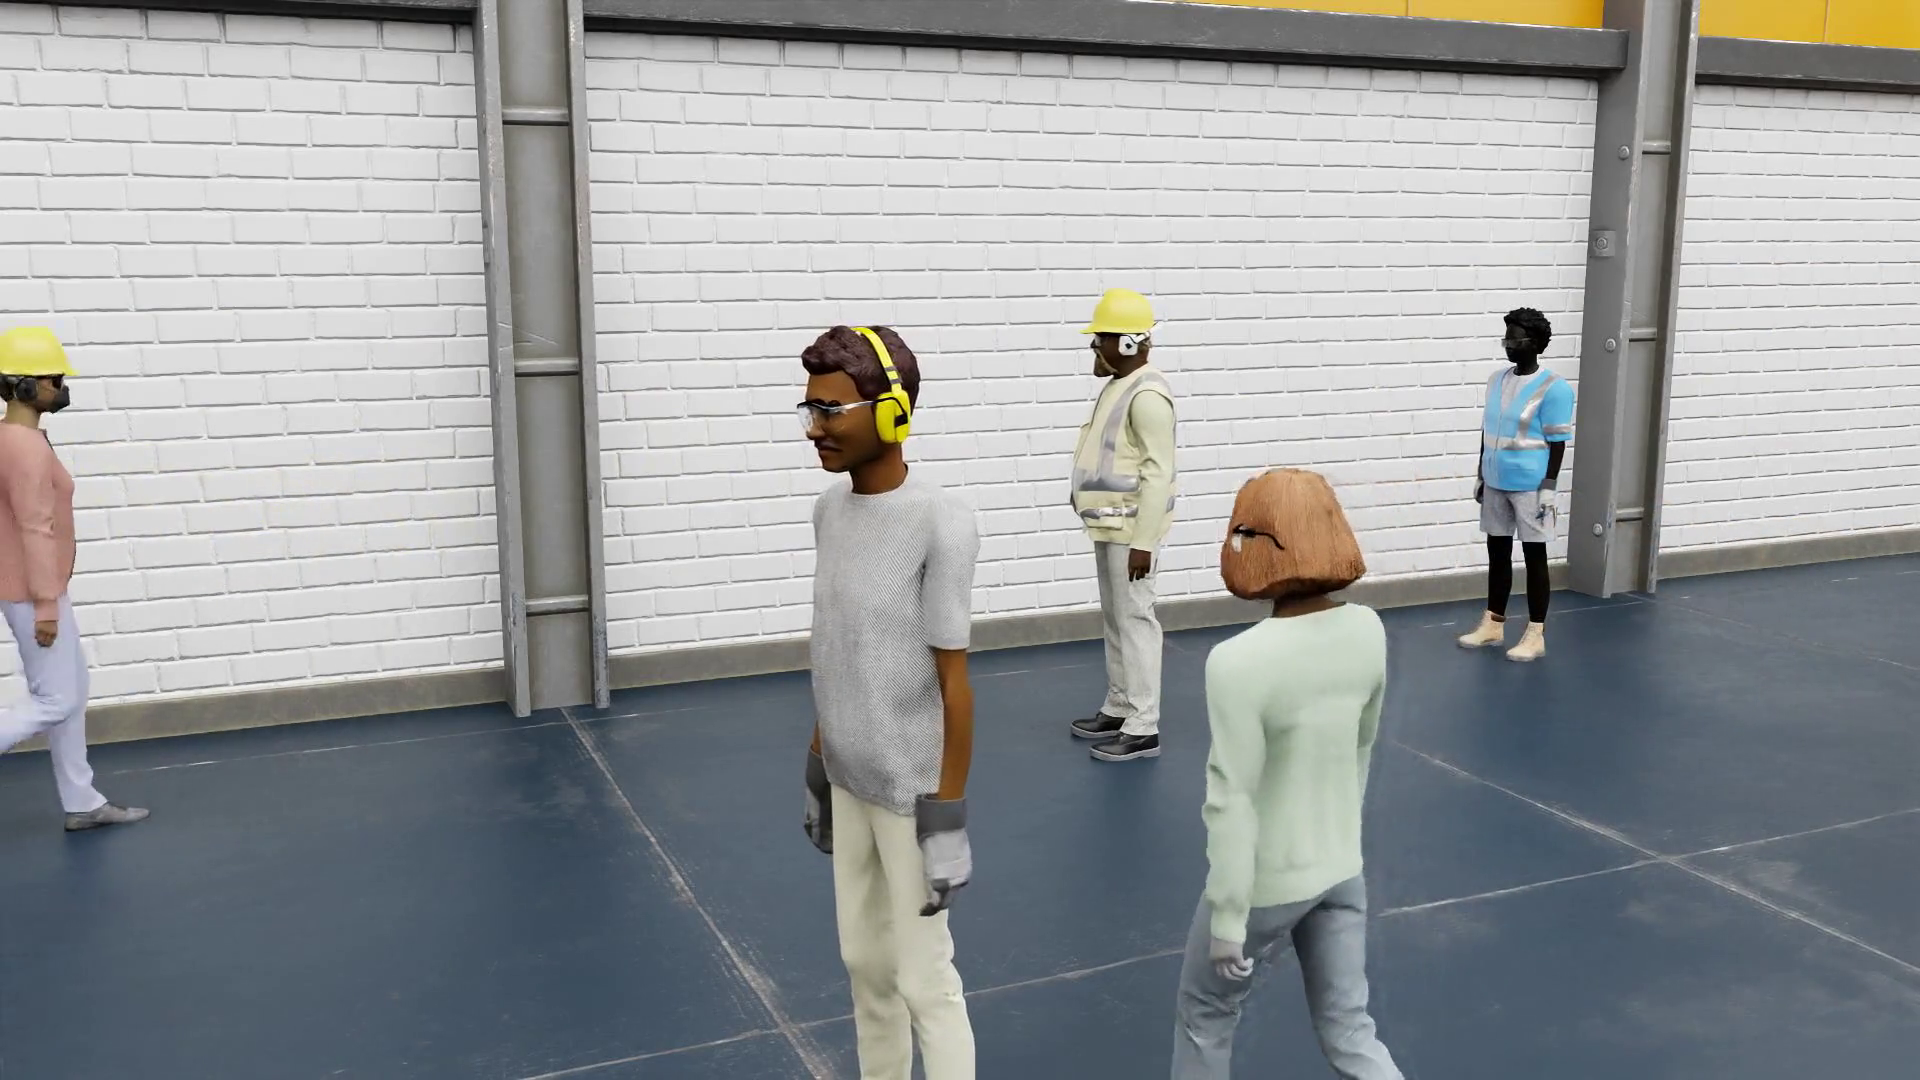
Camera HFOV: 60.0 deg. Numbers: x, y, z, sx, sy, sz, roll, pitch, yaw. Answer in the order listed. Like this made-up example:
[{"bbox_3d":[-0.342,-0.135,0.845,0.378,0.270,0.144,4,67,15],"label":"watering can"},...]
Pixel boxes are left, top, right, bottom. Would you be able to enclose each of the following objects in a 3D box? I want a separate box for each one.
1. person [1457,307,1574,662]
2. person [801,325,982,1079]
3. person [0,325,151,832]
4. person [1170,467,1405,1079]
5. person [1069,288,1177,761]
[{"bbox_3d":[2.693,-0.269,8.035,0.318,1.697,0.533,-5,12,-27],"label":"person"},{"bbox_3d":[-0.153,0.508,3.309,0.317,1.861,0.520,-8,13,-38],"label":"person"},{"bbox_3d":[-3.119,0.174,5.468,0.648,1.749,0.529,-7,13,-35],"label":"person"},{"bbox_3d":[0.659,0.659,3.209,0.501,1.607,0.812,-7,13,-36],"label":"person"},{"bbox_3d":[0.632,-0.060,6.503,0.404,1.830,0.602,-2,10,-9],"label":"person"}]
